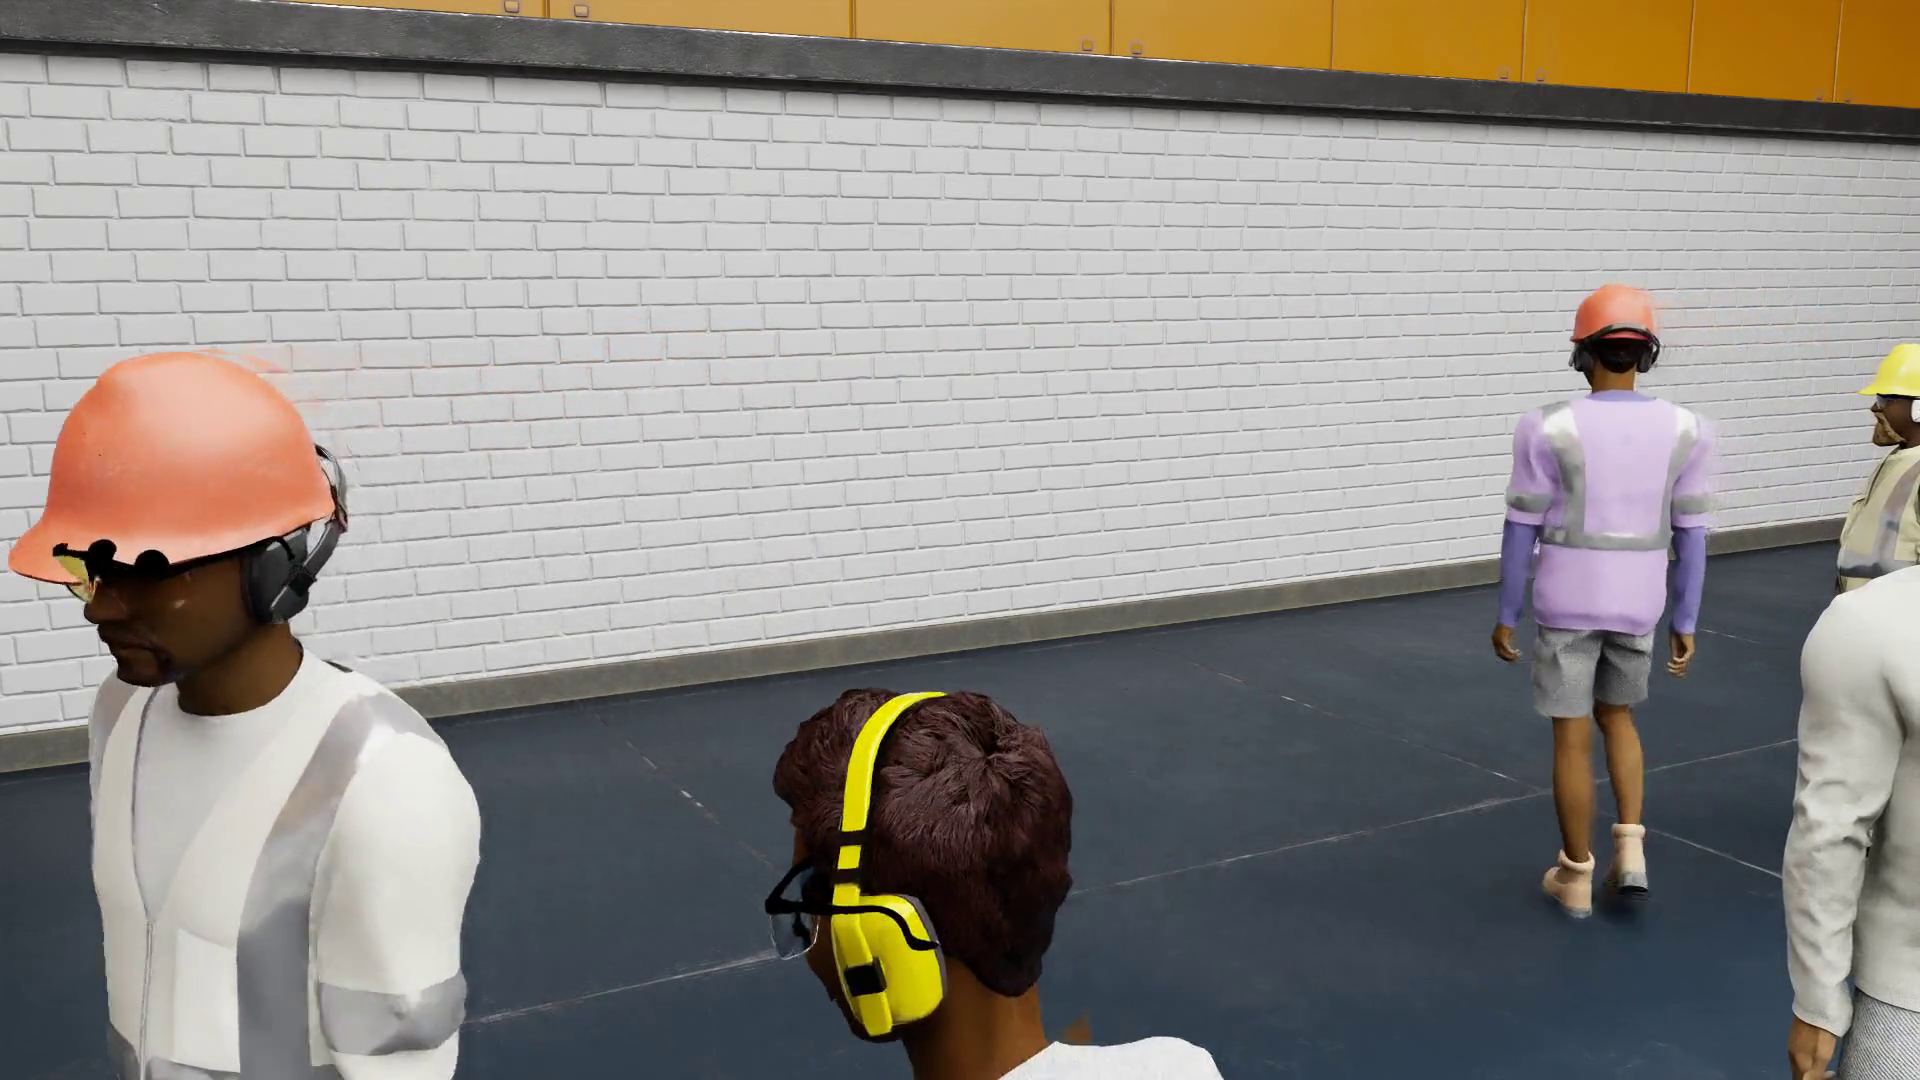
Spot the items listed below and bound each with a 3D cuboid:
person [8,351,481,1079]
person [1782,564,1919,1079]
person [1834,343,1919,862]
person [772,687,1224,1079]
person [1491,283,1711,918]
[{"bbox_3d":[-0.795,0.799,1.892,0.619,2.020,0.425,6,12,33],"label":"person"},{"bbox_3d":[1.597,0.725,2.563,0.632,1.940,0.372,2,10,10],"label":"person"},{"bbox_3d":[3.155,0.260,5.582,0.403,1.827,0.596,2,10,14],"label":"person"},{"bbox_3d":[0.019,1.016,1.299,1.006,1.800,0.540,7,12,35],"label":"person"},{"bbox_3d":[2.019,0.208,5.307,0.605,2.028,0.420,0,10,-2],"label":"person"}]
